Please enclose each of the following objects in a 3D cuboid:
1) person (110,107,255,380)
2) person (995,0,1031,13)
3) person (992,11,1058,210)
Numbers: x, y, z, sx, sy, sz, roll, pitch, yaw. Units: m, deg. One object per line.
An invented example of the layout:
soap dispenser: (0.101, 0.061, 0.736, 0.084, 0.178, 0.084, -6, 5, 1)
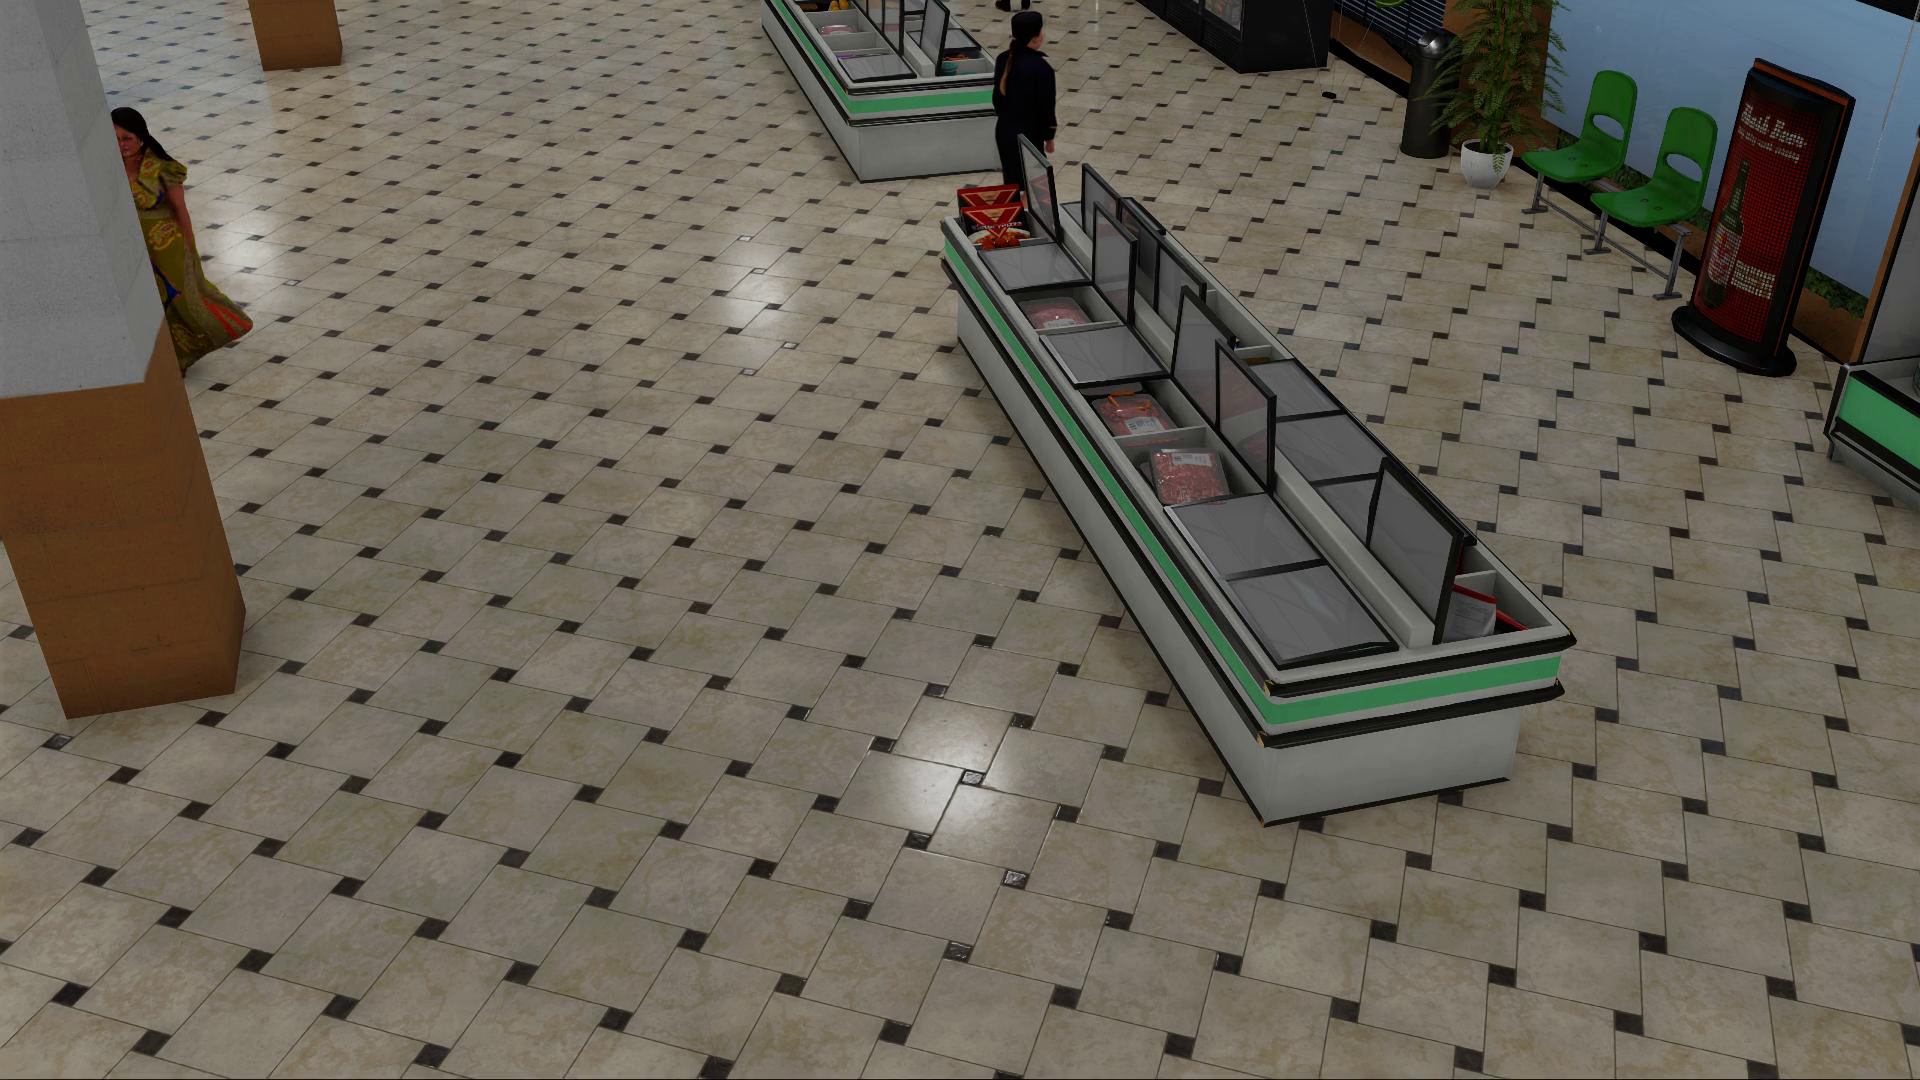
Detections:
person: (-4.729, -1.778, 9.869, 0.953, 1.646, 1.077, 1, 32, 2)
person: (0.570, -6.387, 17.139, 0.644, 1.792, 0.501, -9, 33, -13)
person: (0.433, -2.779, 11.456, 0.855, 1.671, 0.738, -26, 40, -35)
